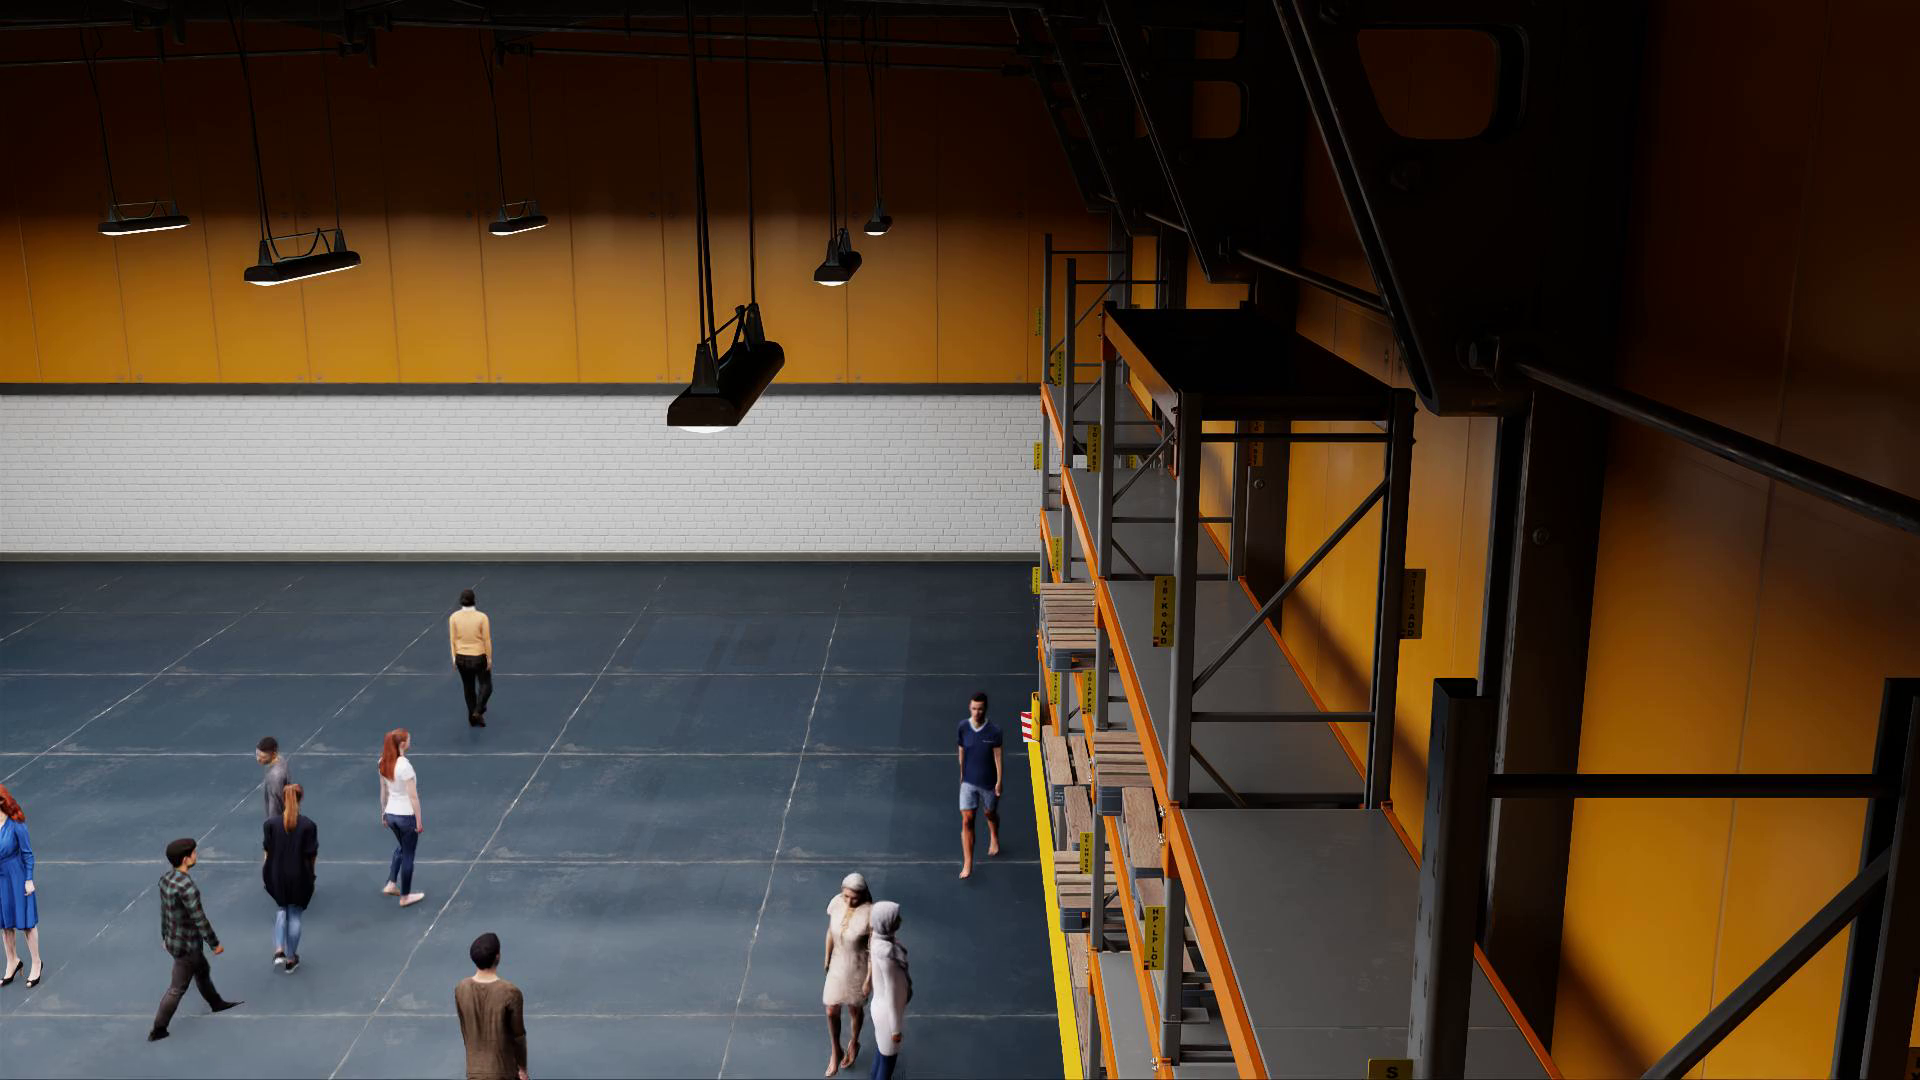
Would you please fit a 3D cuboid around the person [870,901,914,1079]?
[{"bbox_3d":[-0.526,3.437,12.021,0.702,1.775,0.517,-2,14,-8],"label":"person"}]

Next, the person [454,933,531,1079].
[{"bbox_3d":[-3.170,3.584,11.201,0.706,1.873,0.707,2,14,9],"label":"person"}]

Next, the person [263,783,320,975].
[{"bbox_3d":[-5.770,2.942,14.289,0.653,1.668,0.649,-3,14,-12],"label":"person"}]

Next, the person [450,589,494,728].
[{"bbox_3d":[-5.943,1.474,20.199,0.643,1.739,0.827,0,14,-1],"label":"person"}]

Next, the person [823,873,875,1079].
[{"bbox_3d":[-0.784,3.288,12.788,0.785,1.703,0.801,7,15,25],"label":"person"}]

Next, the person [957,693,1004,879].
[{"bbox_3d":[0.231,2.354,16.435,0.835,1.801,1.244,3,14,13],"label":"person"}]

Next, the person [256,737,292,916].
[{"bbox_3d":[-6.277,2.607,15.508,0.912,1.746,0.585,-1,14,-4],"label":"person"}]

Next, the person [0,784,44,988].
[{"bbox_3d":[-8.034,2.913,14.073,0.652,1.827,0.618,2,14,9],"label":"person"}]

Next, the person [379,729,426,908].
[{"bbox_3d":[-5.284,2.619,15.502,0.725,1.725,0.774,8,16,30],"label":"person"}]

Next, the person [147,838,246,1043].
[{"bbox_3d":[-6.342,3.263,13.420,1.118,1.684,1.112,-12,18,-40],"label":"person"}]
